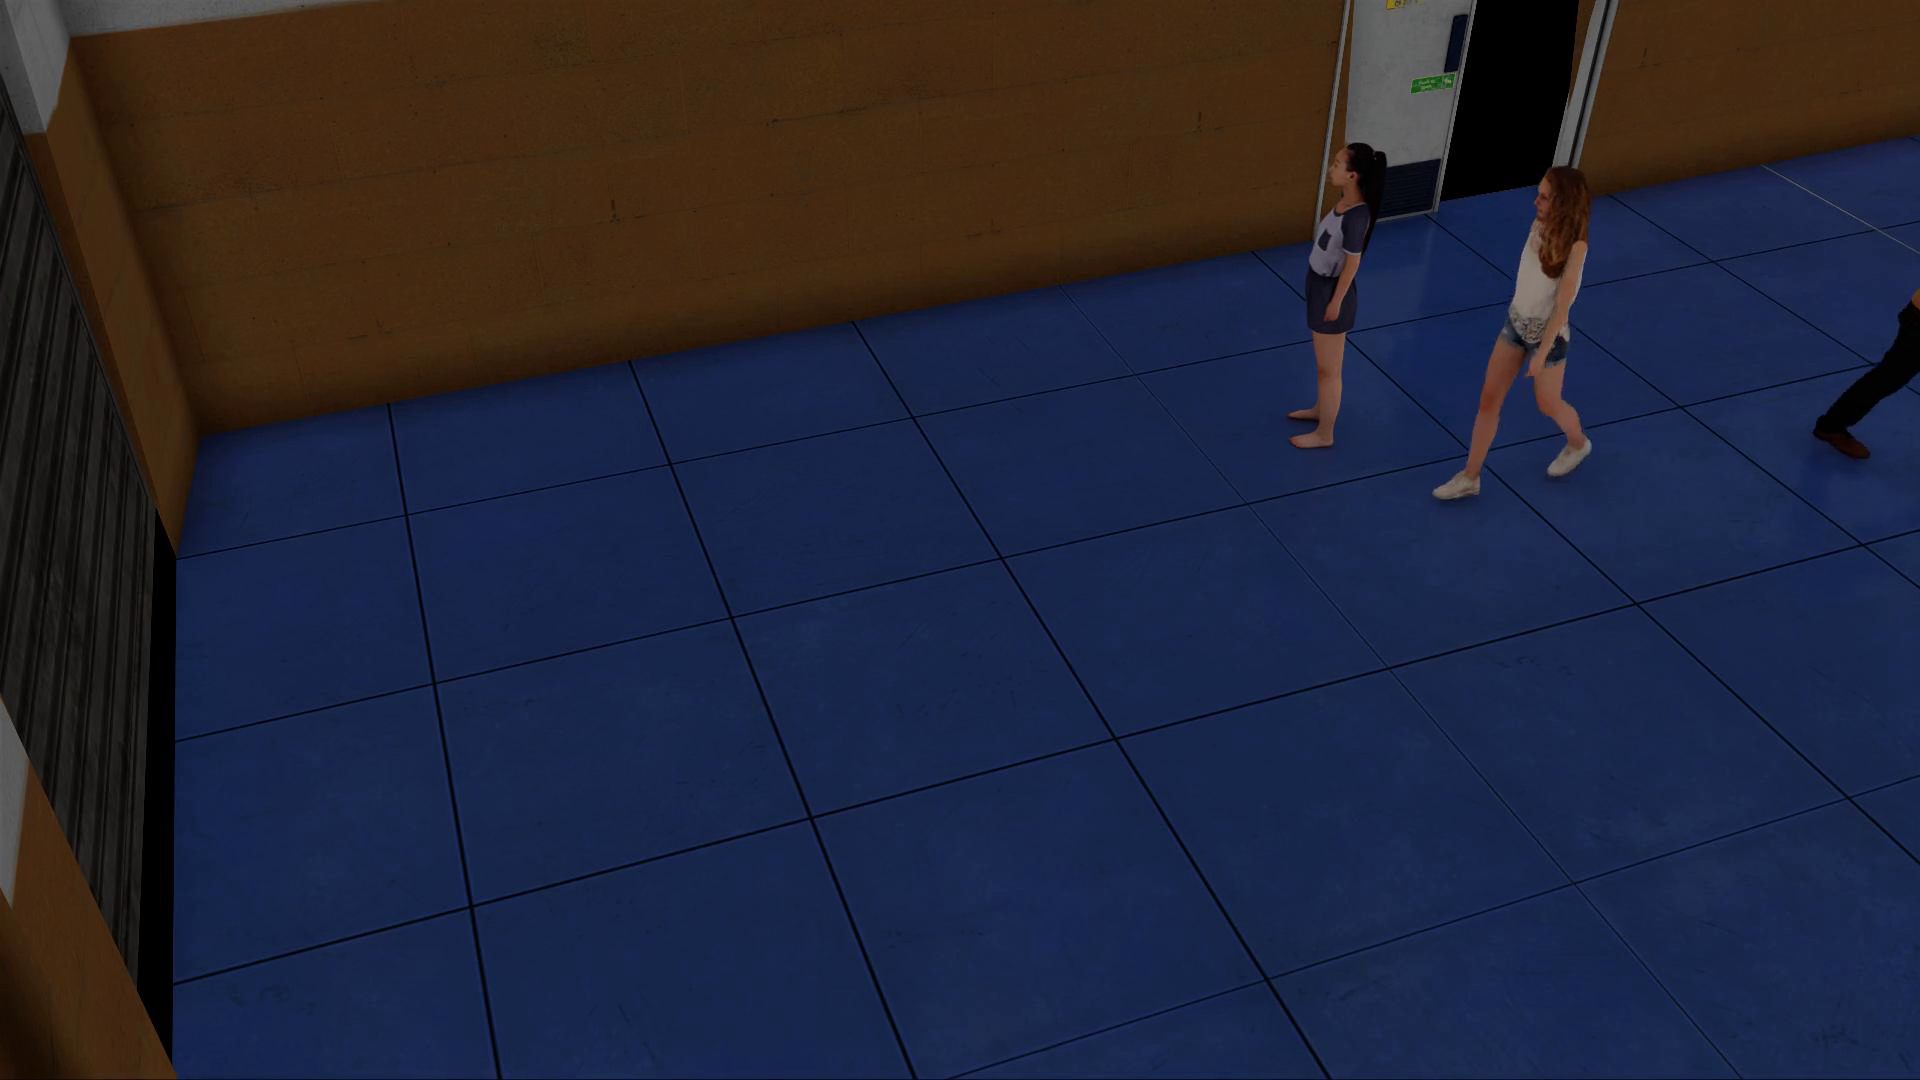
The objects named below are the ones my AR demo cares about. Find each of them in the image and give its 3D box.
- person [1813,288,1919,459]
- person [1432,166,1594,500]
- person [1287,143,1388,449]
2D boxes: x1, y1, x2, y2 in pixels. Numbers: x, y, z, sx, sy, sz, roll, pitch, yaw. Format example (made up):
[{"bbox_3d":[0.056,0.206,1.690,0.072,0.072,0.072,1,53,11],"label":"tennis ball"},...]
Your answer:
[{"bbox_3d":[4.731,-1.082,8.169,0.987,1.706,1.262,-29,46,-33],"label":"person"},{"bbox_3d":[2.855,-0.956,7.988,0.618,1.721,1.052,-13,39,-17],"label":"person"},{"bbox_3d":[1.905,-1.232,8.415,0.731,1.650,0.612,5,37,6],"label":"person"}]
